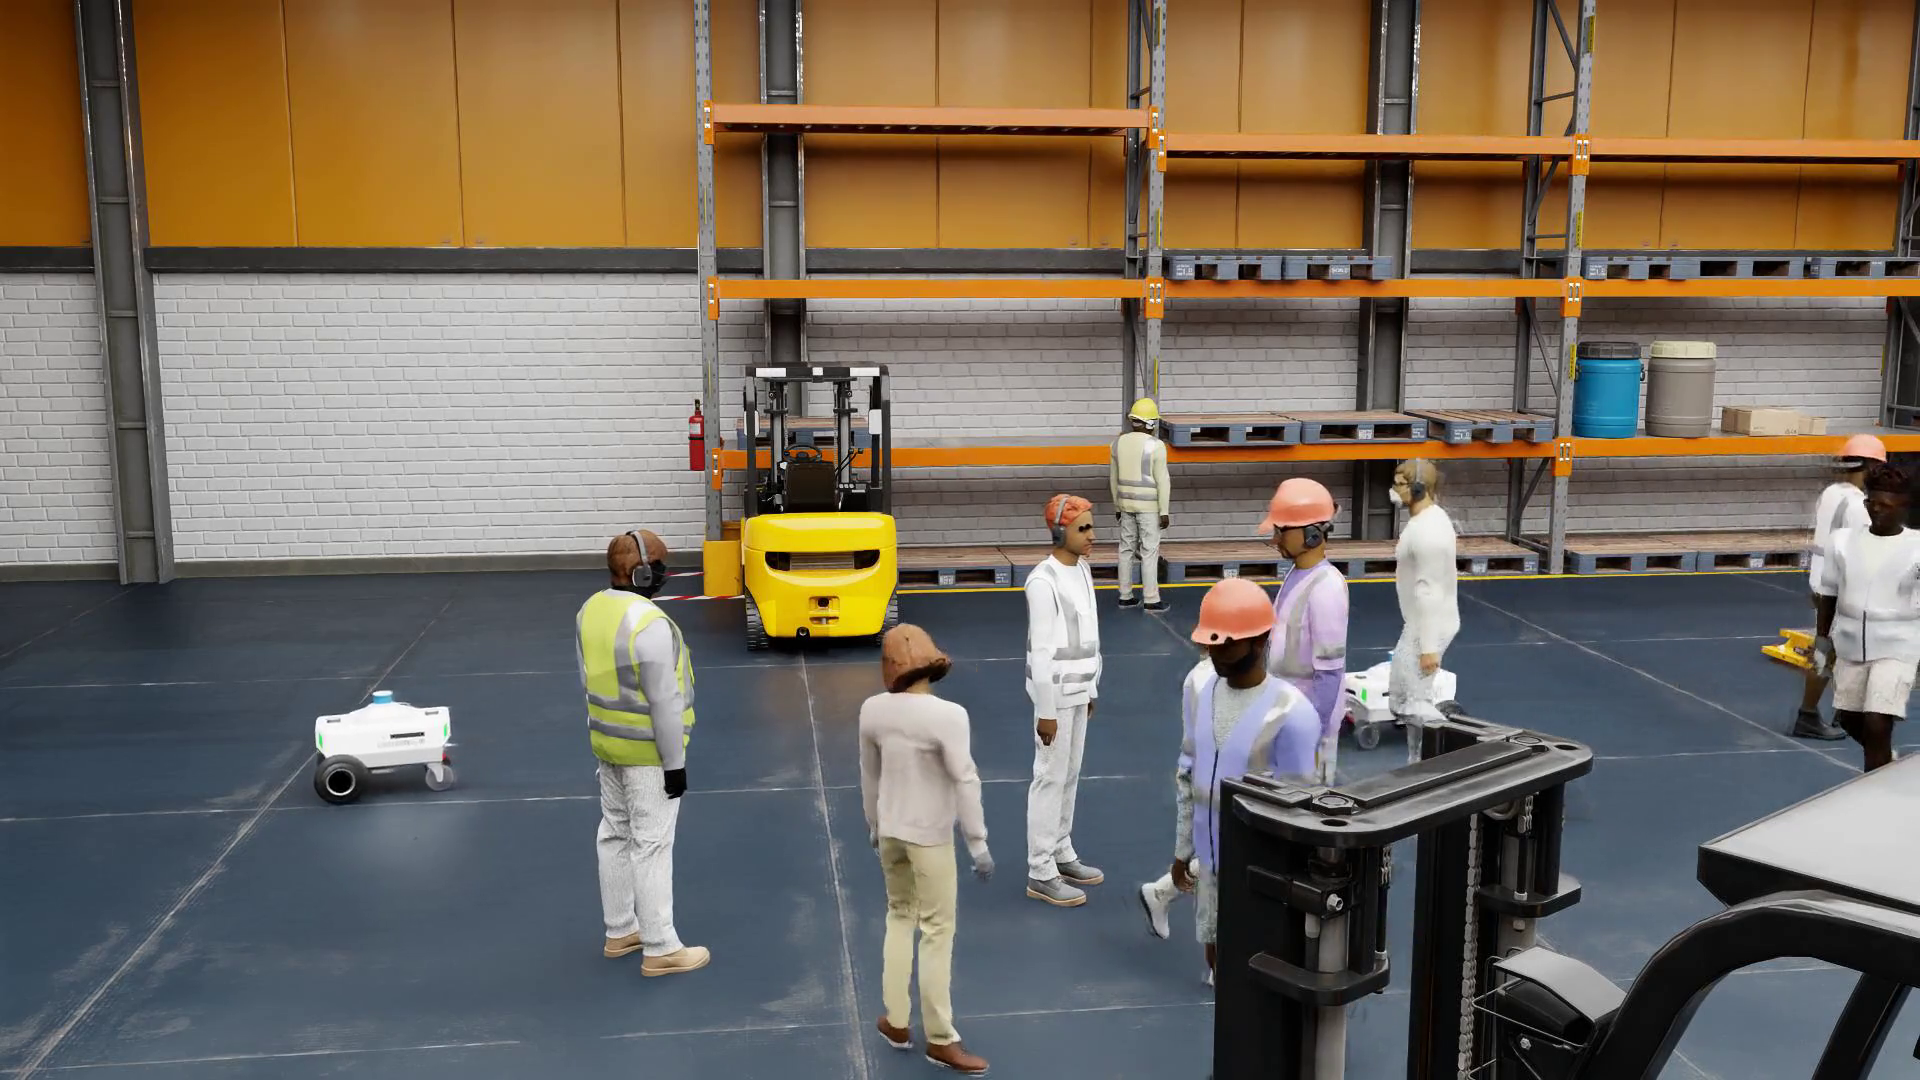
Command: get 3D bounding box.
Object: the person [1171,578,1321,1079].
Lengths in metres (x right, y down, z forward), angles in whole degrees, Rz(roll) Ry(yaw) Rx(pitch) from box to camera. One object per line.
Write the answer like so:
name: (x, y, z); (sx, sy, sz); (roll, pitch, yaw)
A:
person: (1.019, 1.044, 5.653); (0.801, 1.909, 0.559); (-7, 11, -36)

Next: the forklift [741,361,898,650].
forklift: (-1.154, -0.340, 13.365); (1.214, 2.155, 2.313); (-1, 9, -7)

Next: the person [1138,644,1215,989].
person: (0.993, 1.008, 6.750); (0.622, 1.620, 0.514); (7, 12, 38)

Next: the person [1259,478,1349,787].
person: (1.433, 0.749, 7.049); (0.377, 2.041, 0.607); (0, 9, -2)

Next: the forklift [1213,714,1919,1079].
forklift: (1.441, 1.425, 2.350); (1.214, 2.155, 2.313); (-7, 12, -39)

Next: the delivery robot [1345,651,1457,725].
delivery robot: (2.691, 0.927, 10.266); (0.707, 0.478, 0.477); (-3, 10, -19)

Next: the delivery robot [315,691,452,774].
delivery robot: (-3.209, 1.086, 9.276); (0.707, 0.478, 0.477); (-3, 10, -19)

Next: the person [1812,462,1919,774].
person: (4.805, 0.546, 8.662); (0.851, 1.941, 0.613); (-7, 12, -39)

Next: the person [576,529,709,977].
person: (-1.314, 0.871, 6.903); (0.430, 1.845, 0.619); (-8, 12, -41)

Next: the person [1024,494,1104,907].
person: (0.483, 0.724, 7.689); (0.341, 1.882, 0.587); (4, 10, 22)

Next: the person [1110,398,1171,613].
person: (1.559, -0.293, 14.199); (0.596, 1.832, 0.404); (9, 13, 43)

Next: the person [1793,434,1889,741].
person: (5.520, 0.307, 10.226); (0.706, 1.897, 0.594); (2, 9, 10)

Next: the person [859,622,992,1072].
person: (-0.109, 1.116, 6.120); (0.652, 1.613, 0.296); (9, 13, 44)

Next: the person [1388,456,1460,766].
person: (2.559, 0.506, 8.966); (0.538, 1.920, 0.643); (3, 10, 18)

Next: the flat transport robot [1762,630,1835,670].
flat transport robot: (6.769, 0.796, 12.258); (1.431, 0.197, 0.652); (-1, 9, -9)
